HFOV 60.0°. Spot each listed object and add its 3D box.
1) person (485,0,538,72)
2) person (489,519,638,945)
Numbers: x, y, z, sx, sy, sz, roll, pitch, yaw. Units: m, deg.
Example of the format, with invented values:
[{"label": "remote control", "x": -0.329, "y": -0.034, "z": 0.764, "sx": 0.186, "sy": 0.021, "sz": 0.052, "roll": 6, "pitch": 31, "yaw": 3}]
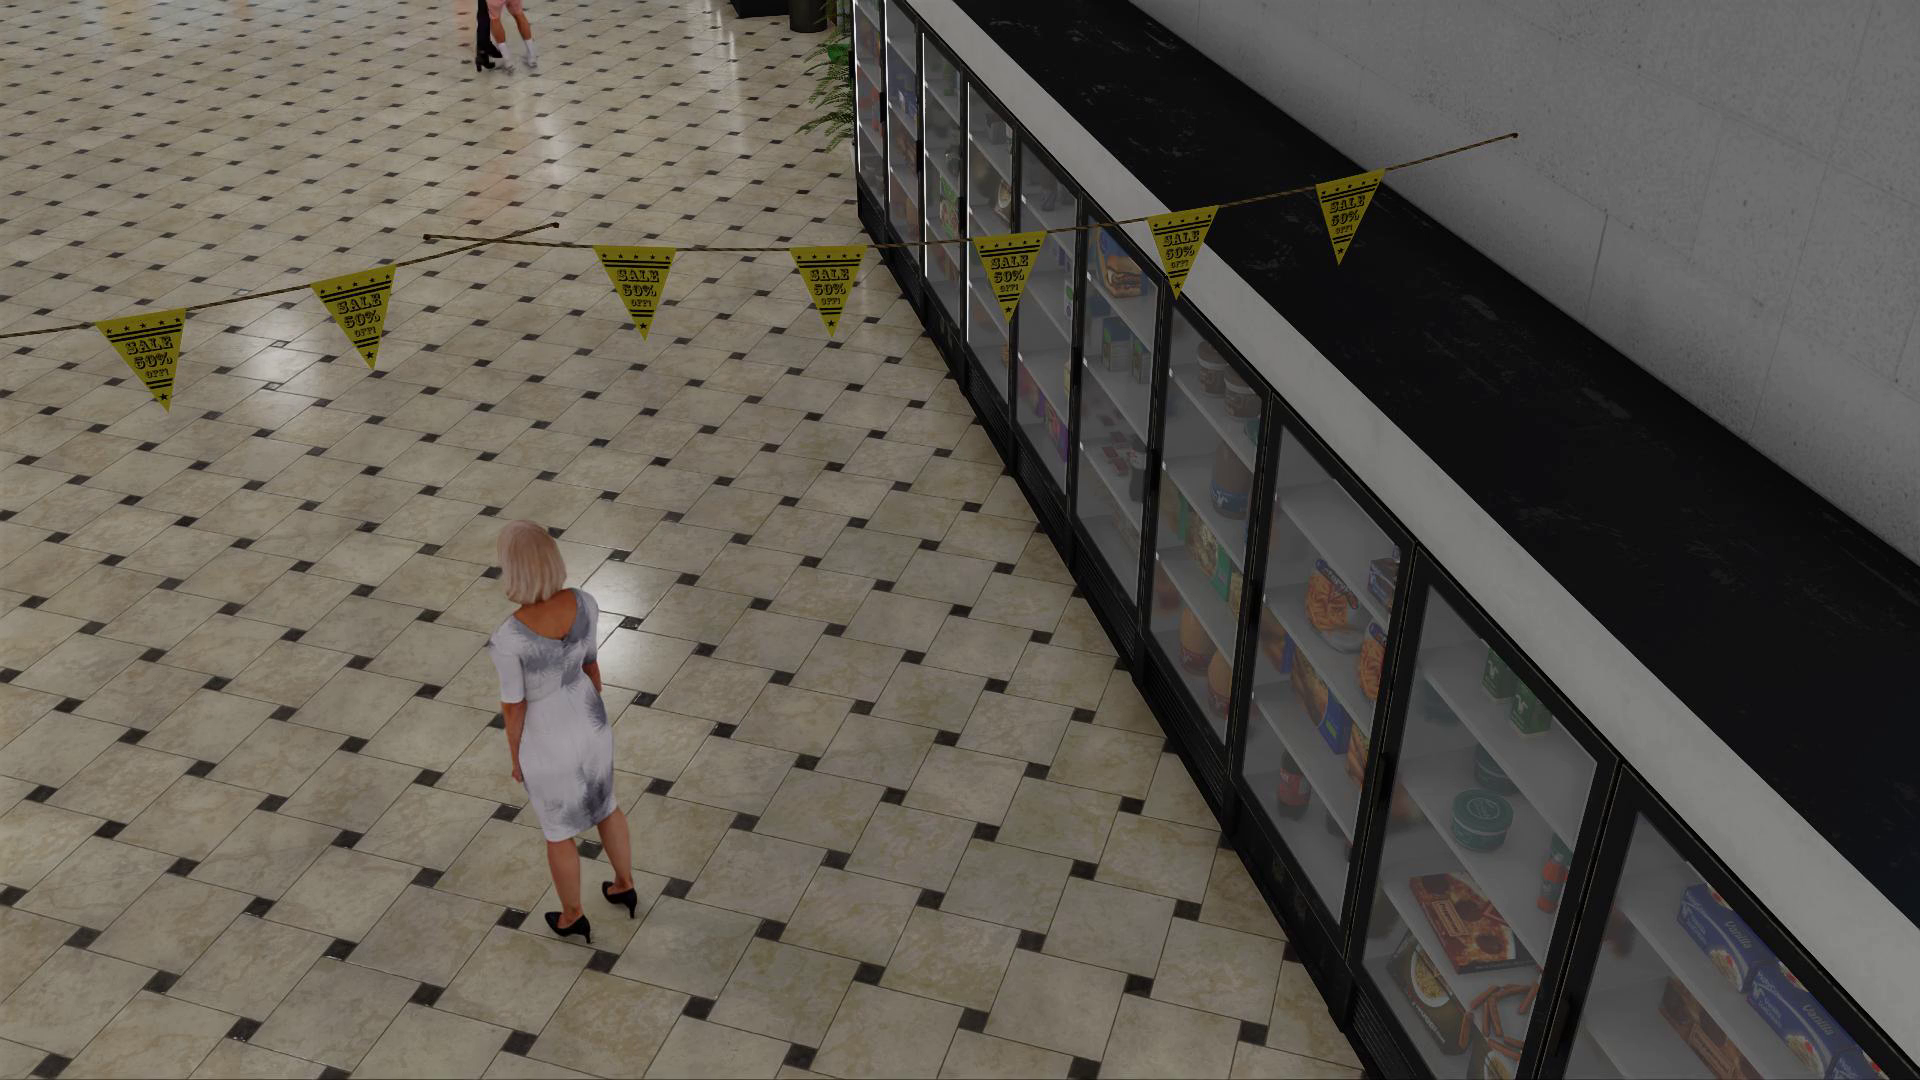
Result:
[{"label": "person", "x": -4.252, "y": -5.191, "z": 15.334, "sx": 0.756, "sy": 1.750, "sz": 0.848, "roll": -20, "pitch": 37, "yaw": -29}, {"label": "person", "x": -1.393, "y": 0.698, "z": 5.873, "sx": 0.707, "sy": 1.748, "sz": 0.615, "roll": 25, "pitch": 40, "yaw": 34}]
